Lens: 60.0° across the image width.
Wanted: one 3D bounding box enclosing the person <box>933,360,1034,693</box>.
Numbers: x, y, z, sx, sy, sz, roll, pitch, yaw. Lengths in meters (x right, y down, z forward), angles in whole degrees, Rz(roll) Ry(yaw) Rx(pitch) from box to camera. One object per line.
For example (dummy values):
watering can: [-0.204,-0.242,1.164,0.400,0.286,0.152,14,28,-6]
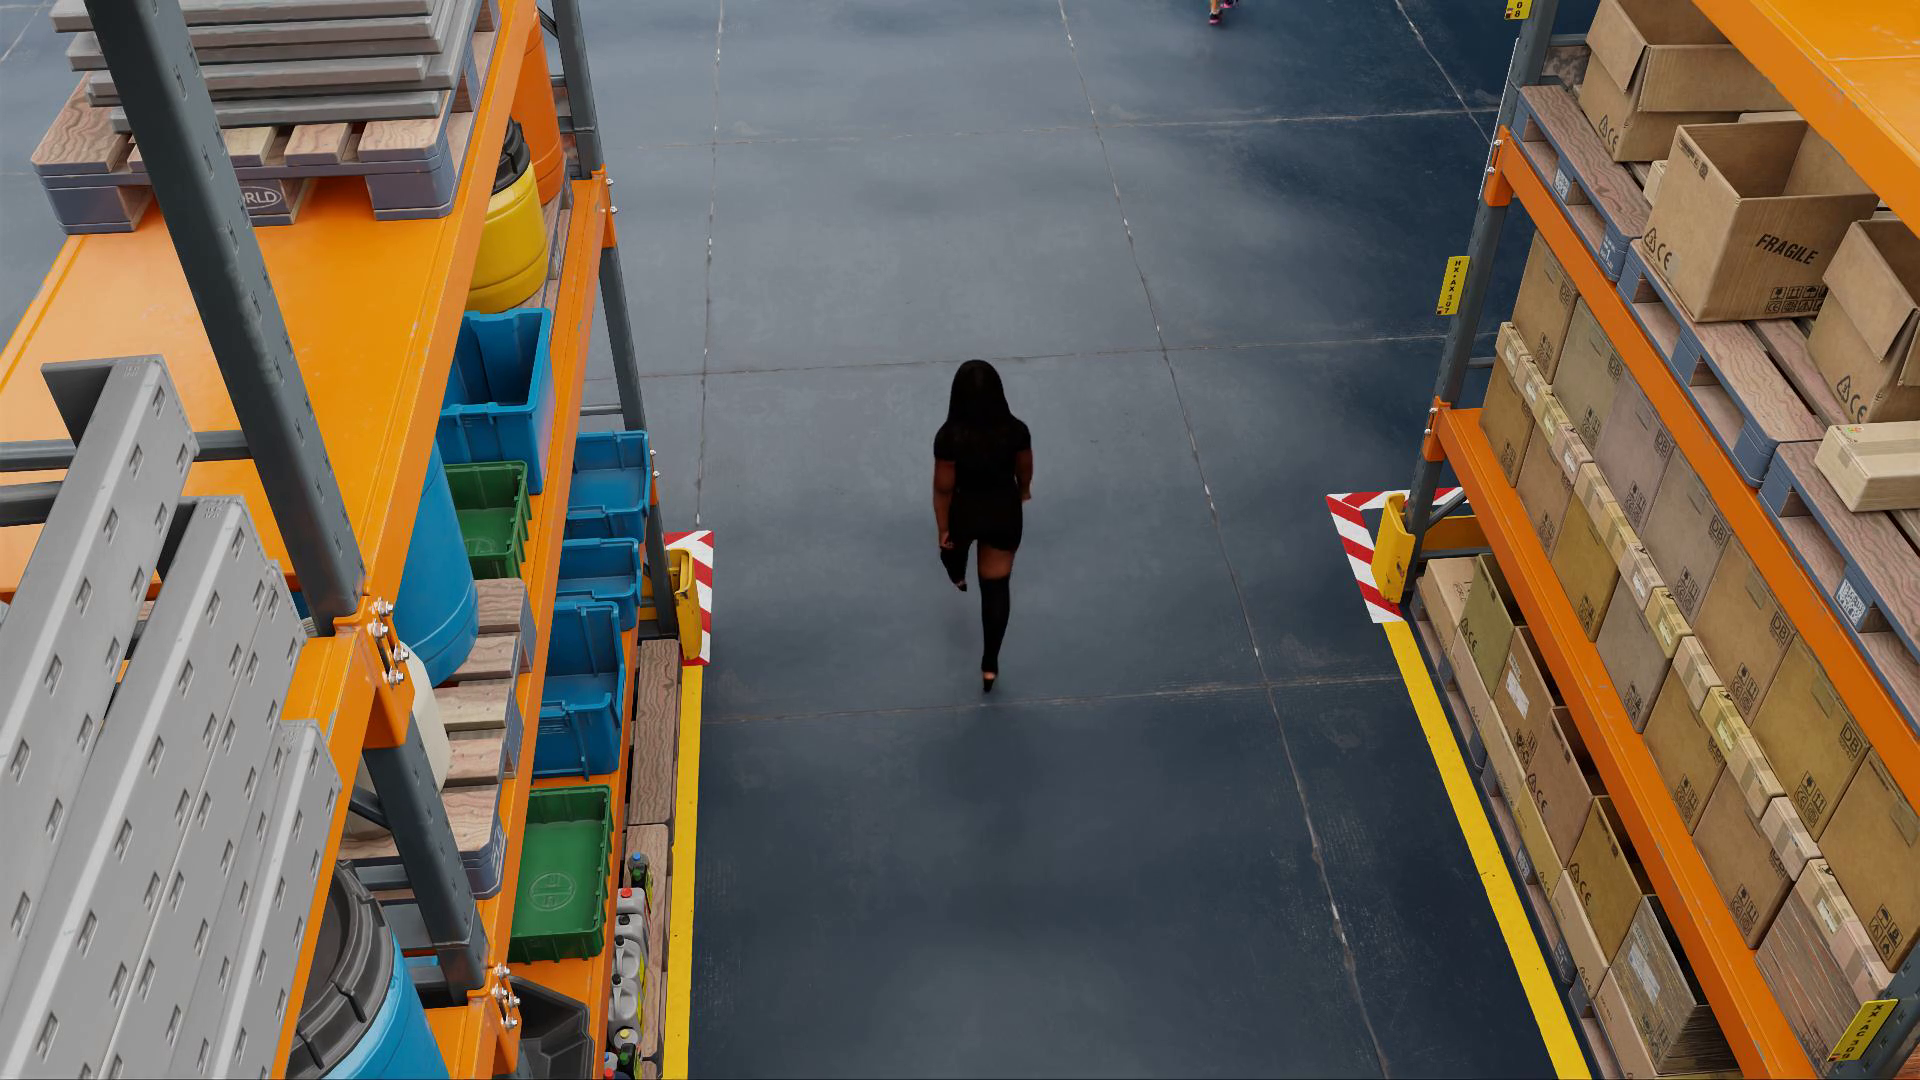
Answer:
person: [0.118,-0.023,8.213,0.697,1.799,1.182,-1,42,-1]
